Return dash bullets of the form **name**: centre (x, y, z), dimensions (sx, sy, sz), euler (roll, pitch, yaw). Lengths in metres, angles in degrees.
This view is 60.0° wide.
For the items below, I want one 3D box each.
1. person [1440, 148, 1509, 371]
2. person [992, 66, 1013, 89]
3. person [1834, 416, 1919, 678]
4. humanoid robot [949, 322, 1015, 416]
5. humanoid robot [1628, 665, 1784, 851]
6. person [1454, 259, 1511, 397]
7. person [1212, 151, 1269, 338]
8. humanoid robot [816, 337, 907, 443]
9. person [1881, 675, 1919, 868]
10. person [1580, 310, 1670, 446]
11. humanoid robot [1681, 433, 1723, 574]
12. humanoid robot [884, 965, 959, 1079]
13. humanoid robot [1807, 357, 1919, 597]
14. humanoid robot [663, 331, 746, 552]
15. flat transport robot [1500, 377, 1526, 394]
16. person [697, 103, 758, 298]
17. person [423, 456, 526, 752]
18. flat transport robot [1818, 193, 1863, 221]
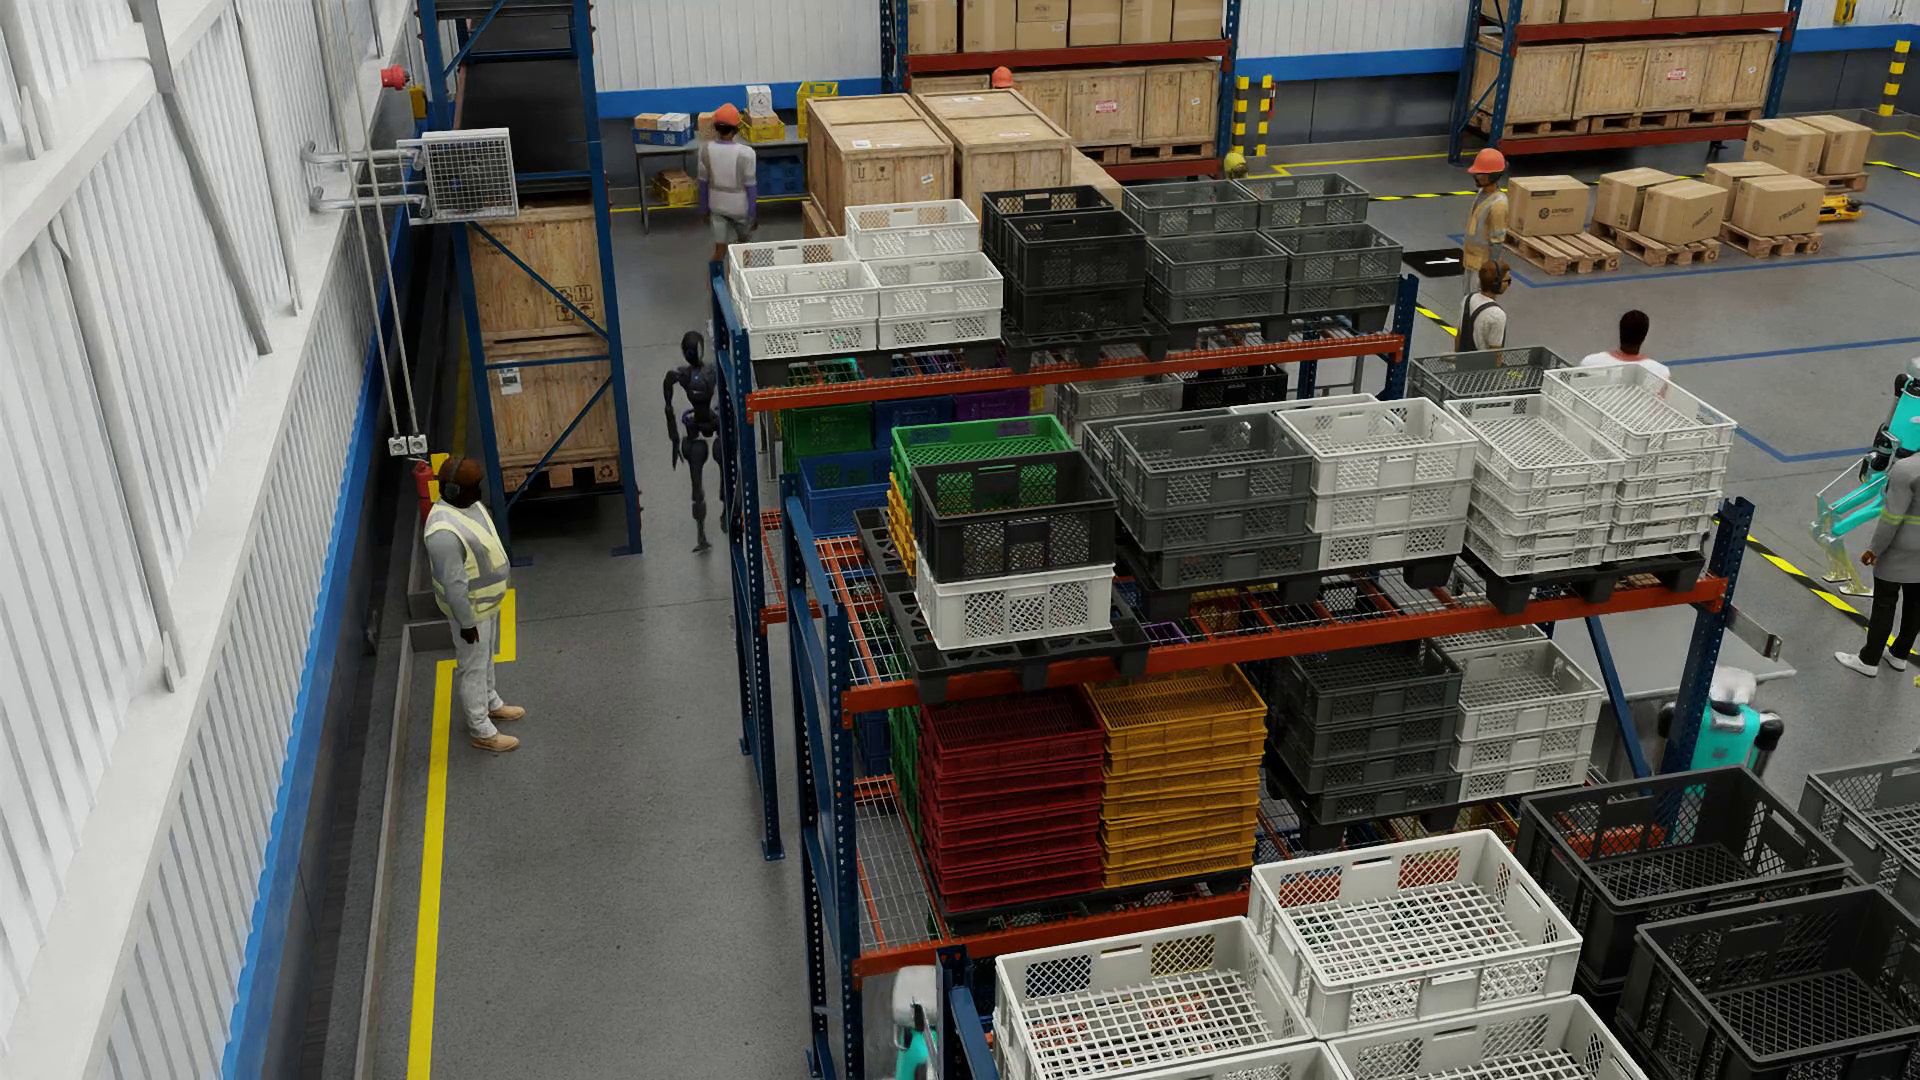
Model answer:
- **person**: centre (4.608, -2.479, 14.851), dimensions (0.388, 2.039, 0.614), euler (1, 28, 1)
- **person**: centre (0.448, -4.215, 18.253), dimensions (0.542, 1.939, 0.362), euler (-4, 28, -7)
- **person**: centre (5.899, -0.001, 10.354), dimensions (0.587, 1.849, 0.389), euler (-7, 29, -13)
- **humanoid robot**: centre (0.163, -1.223, 12.647), dimensions (0.533, 1.677, 0.735), euler (2, 28, 3)
- **humanoid robot**: centre (3.466, 1.342, 8.012), dimensions (0.545, 1.878, 0.687), euler (5, 28, 9)
- **person**: centre (3.969, -1.254, 12.734), dimensions (0.341, 1.845, 0.511), euler (-10, 29, -18)
- **person**: centre (2.644, -2.785, 15.764), dimensions (0.583, 1.719, 0.731), euler (6, 28, 12)
- **humanoid robot**: centre (-0.654, -0.900, 12.224), dimensions (0.997, 1.760, 0.539), euler (11, 30, 20)
- **person**: centre (4.646, 1.347, 7.925), dimensions (0.617, 1.717, 0.501), euler (20, 34, 33)
- **person**: centre (4.513, -0.658, 11.542), dimensions (0.612, 1.909, 0.386), euler (10, 30, 19)
- **humanoid robot**: centre (4.463, 0.063, 10.446), dimensions (0.589, 1.623, 0.714), euler (-9, 29, -17)
- **humanoid robot**: centre (-0.325, 2.290, 6.118), dimensions (0.971, 1.737, 0.531), euler (-1, 28, -3)
- **humanoid robot**: centre (6.054, -0.419, 11.123), dimensions (0.735, 1.677, 0.533), euler (-1, 28, -3)
- **humanoid robot**: centre (-1.791, -0.712, 11.916), dimensions (0.608, 1.631, 0.735), euler (-1, 28, -2)
- **flat transport robot**: centre (4.780, -1.036, 14.013), dimensions (0.659, 0.231, 1.431), euler (-6, 28, -12)
- **person**: centre (-2.286, -3.284, 16.415), dimensions (0.609, 2.015, 0.923), euler (5, 28, 9)
- **person**: centre (-2.818, 0.358, 9.688), dimensions (0.430, 1.837, 0.621), euler (-2, 28, -4)
- **flat transport robot**: centre (9.993, -4.112, 19.818), dimensions (0.652, 0.197, 1.431), euler (-6, 28, -12)
